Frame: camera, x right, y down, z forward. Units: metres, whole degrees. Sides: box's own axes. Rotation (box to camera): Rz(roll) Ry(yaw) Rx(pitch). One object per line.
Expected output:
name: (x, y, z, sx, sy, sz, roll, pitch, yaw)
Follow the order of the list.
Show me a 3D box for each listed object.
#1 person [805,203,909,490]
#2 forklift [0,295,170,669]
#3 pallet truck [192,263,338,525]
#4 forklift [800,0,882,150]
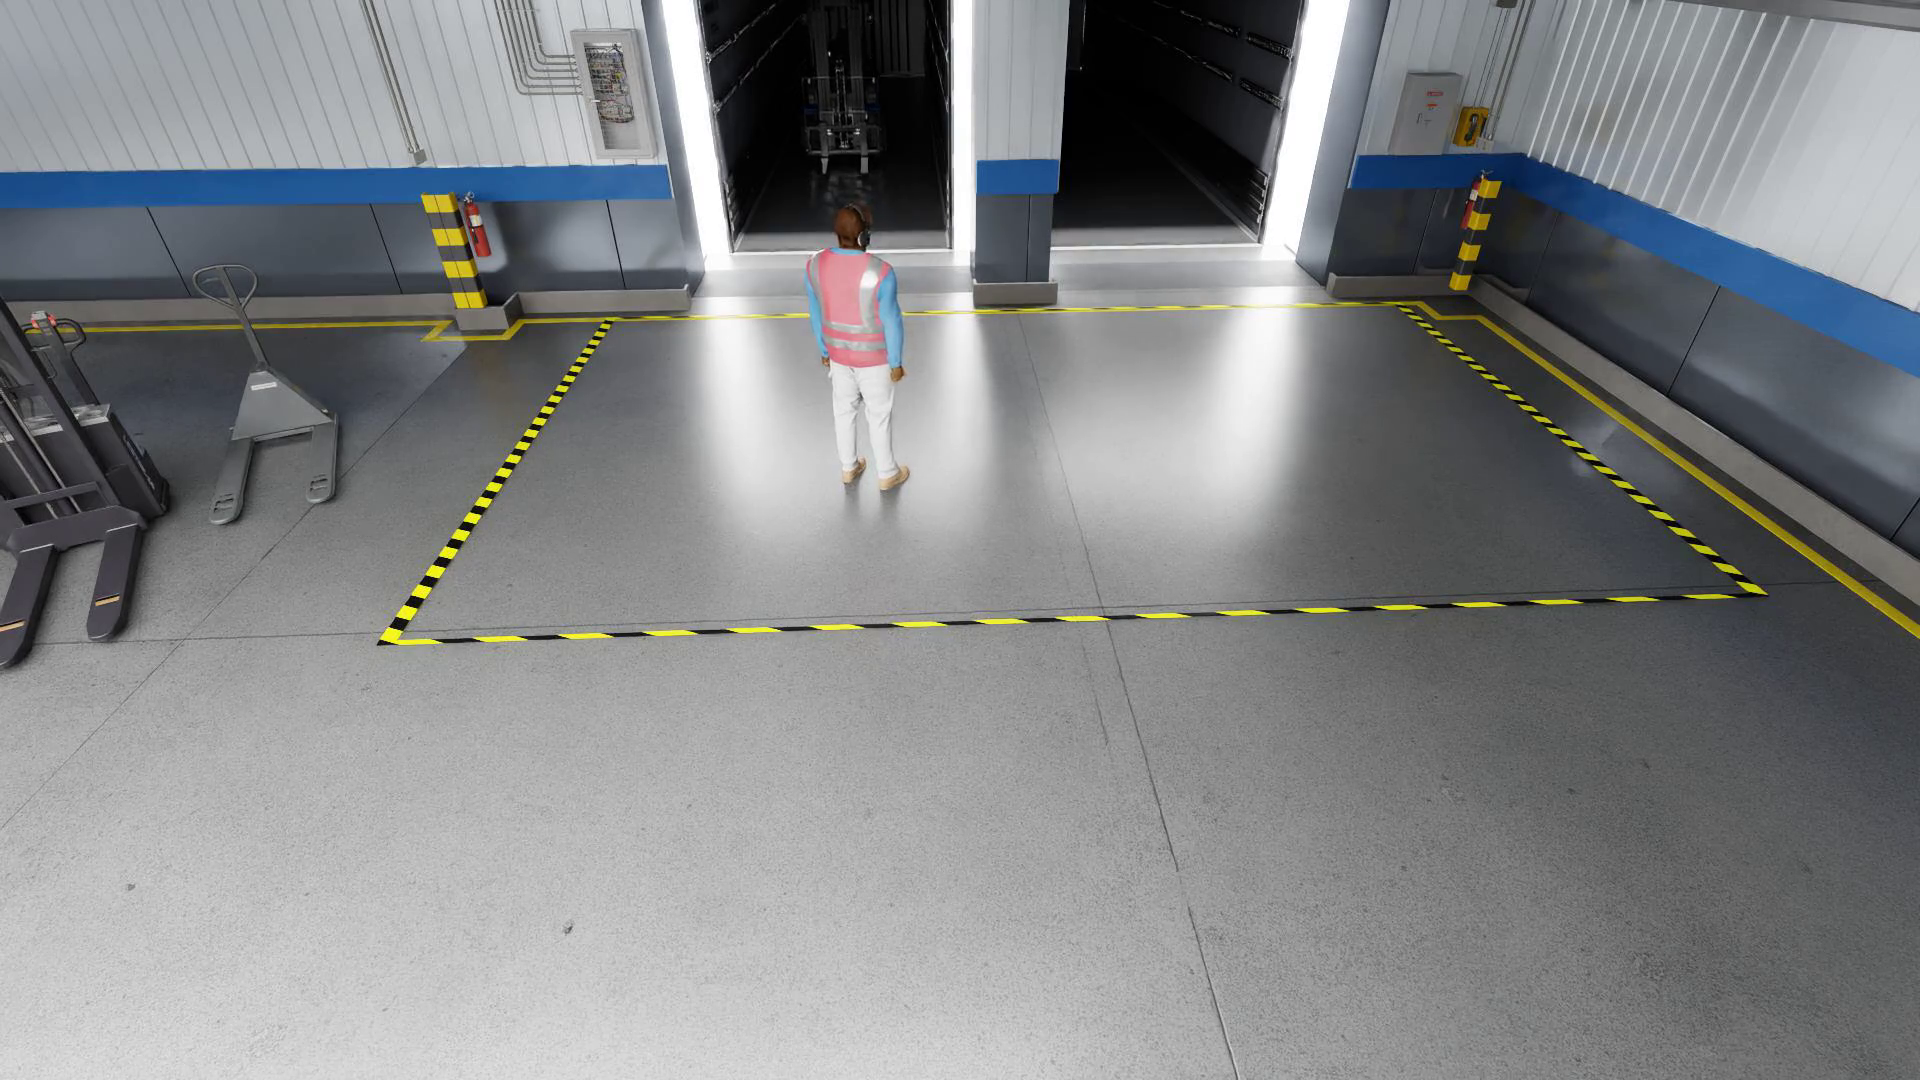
person: (-0.626, -1.182, 5.823, 0.622, 1.844, 0.431, 15, 38, 21)
forklift: (-5.212, -0.618, 4.878, 0.823, 1.965, 1.885, -20, 39, -26)
pallet truck: (-4.778, -1.027, 6.128, 0.680, 1.201, 1.601, -17, 38, -23)
forklift: (-1.825, -7.320, 14.195, 1.157, 2.036, 2.680, -3, 35, -4)
